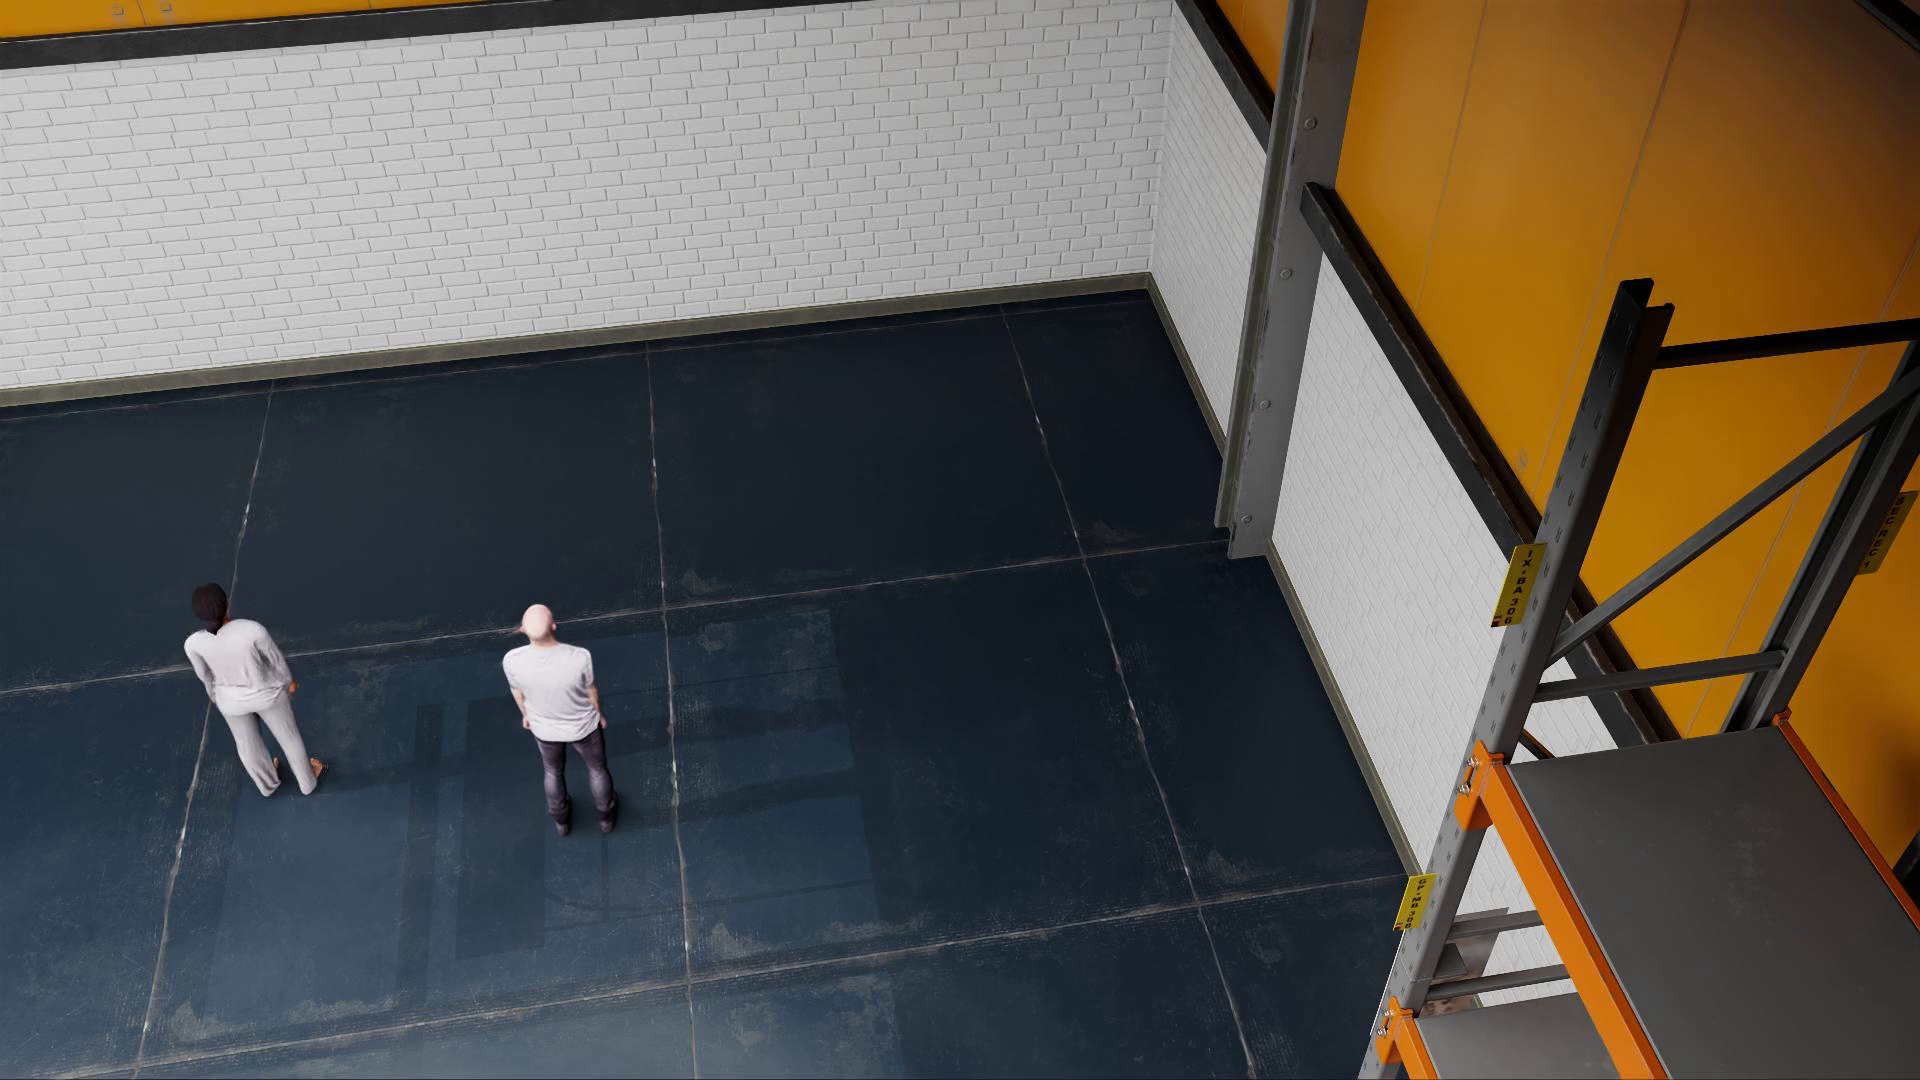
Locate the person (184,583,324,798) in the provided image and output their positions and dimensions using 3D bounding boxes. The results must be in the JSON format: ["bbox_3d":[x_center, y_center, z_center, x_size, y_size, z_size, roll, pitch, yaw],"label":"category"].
[{"bbox_3d":[-4.219,0.915,9.893,0.651,1.737,0.587,-6,44,-6],"label":"person"}]

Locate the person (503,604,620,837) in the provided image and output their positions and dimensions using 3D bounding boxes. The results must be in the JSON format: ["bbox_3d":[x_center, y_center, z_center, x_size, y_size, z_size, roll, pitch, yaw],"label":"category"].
[{"bbox_3d":[-2.302,1.063,9.669,0.690,1.831,0.646,0,44,1],"label":"person"}]
